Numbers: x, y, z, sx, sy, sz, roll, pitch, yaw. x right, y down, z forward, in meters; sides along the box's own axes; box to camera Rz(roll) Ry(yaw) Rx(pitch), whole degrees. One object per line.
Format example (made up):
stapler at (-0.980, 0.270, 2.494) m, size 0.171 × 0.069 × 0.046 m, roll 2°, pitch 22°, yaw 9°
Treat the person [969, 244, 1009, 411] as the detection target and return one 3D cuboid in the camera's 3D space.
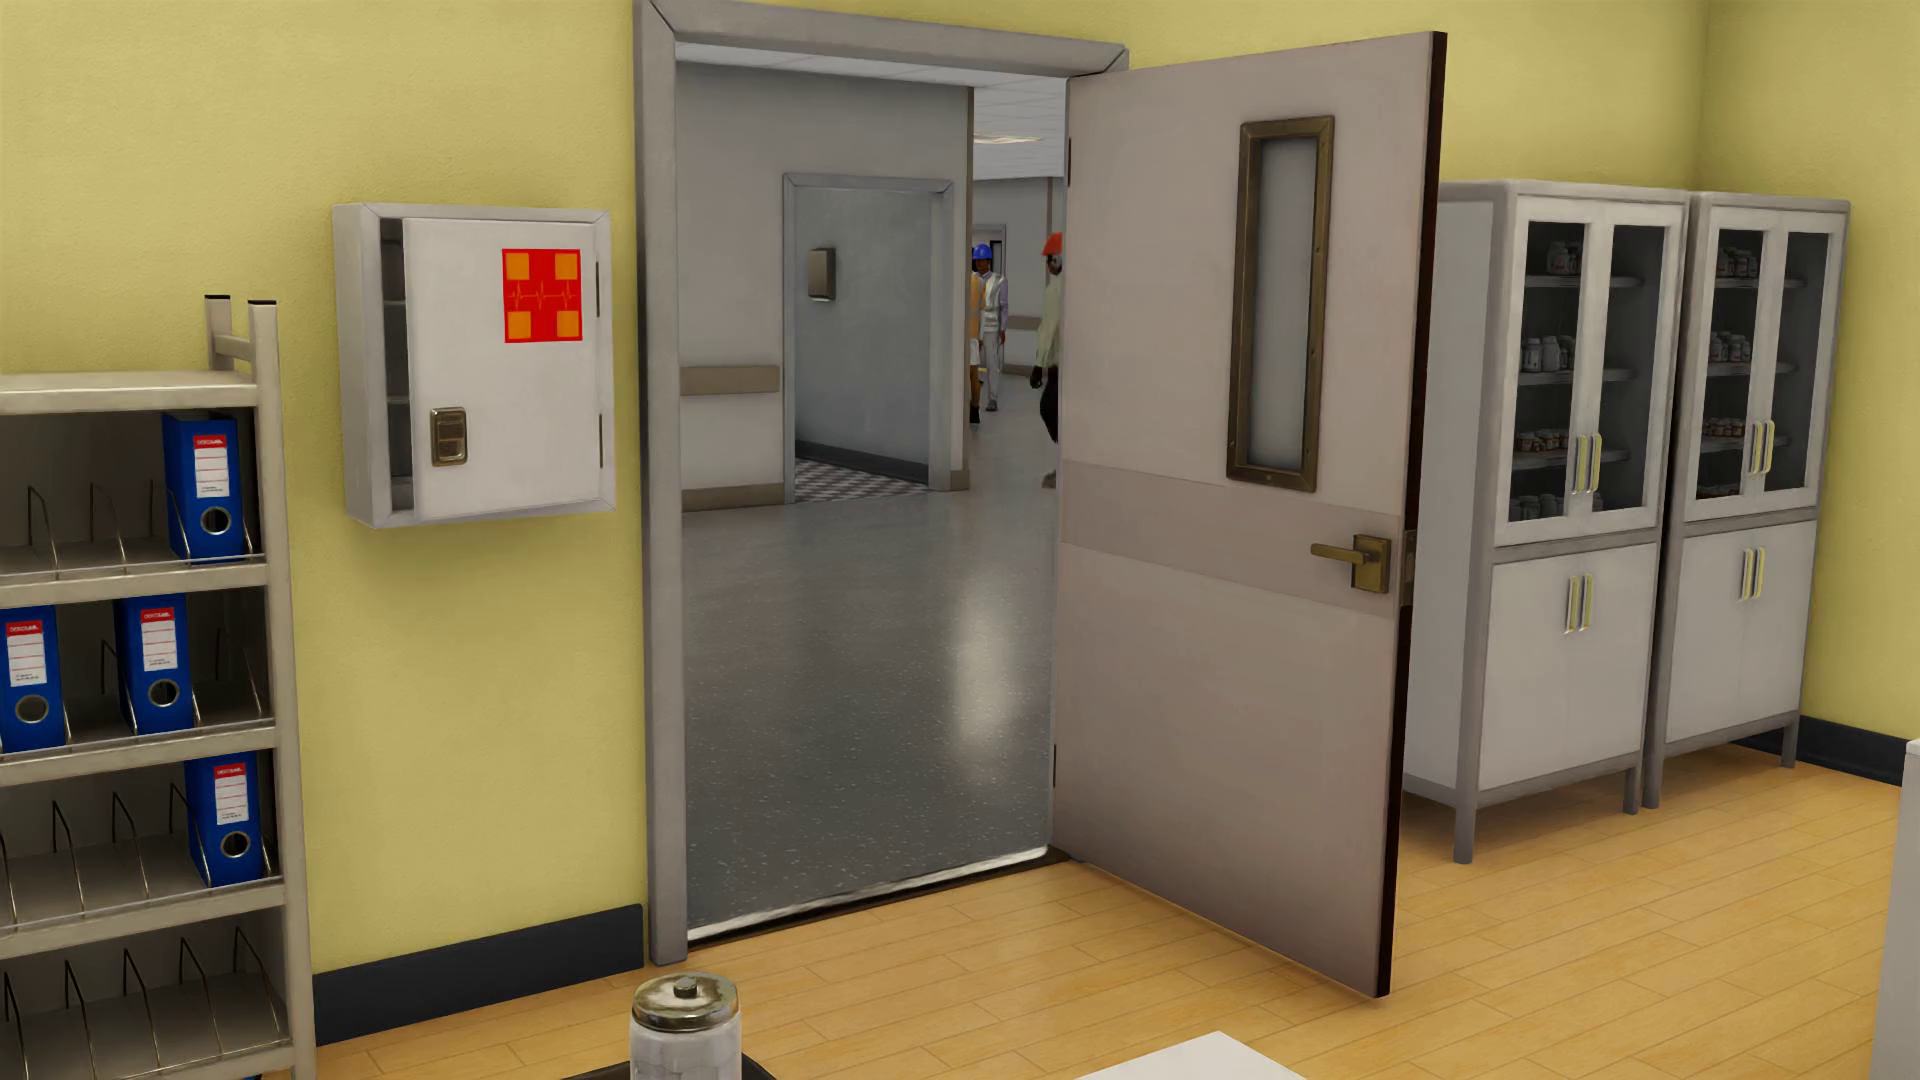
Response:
person at (0.258, -2.478, 19.463) m, size 0.614 × 1.947 × 0.389 m, roll 4°, pitch 10°, yaw 19°
